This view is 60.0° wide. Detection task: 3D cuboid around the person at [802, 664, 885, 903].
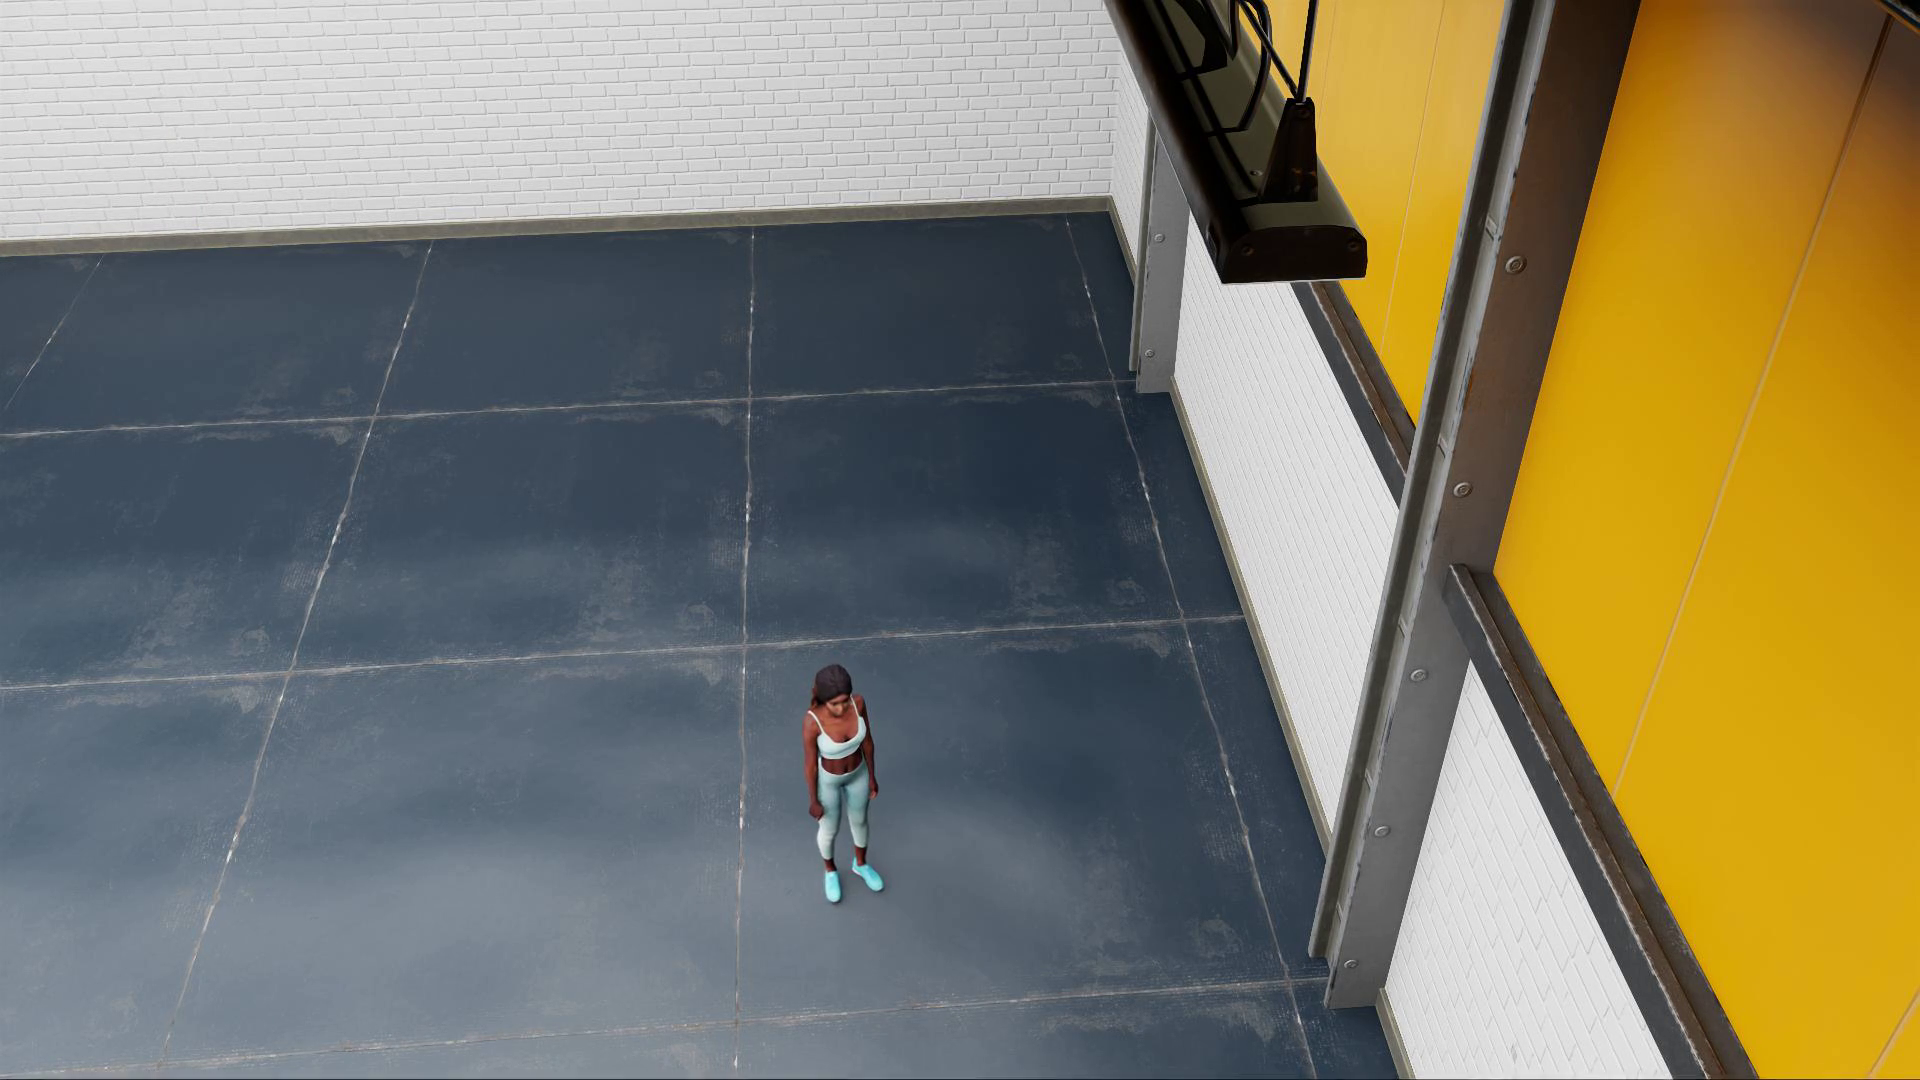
[{"bbox_3d":[-0.656,1.309,9.094,0.648,1.723,0.662,-20,43,-23],"label":"person"}]
